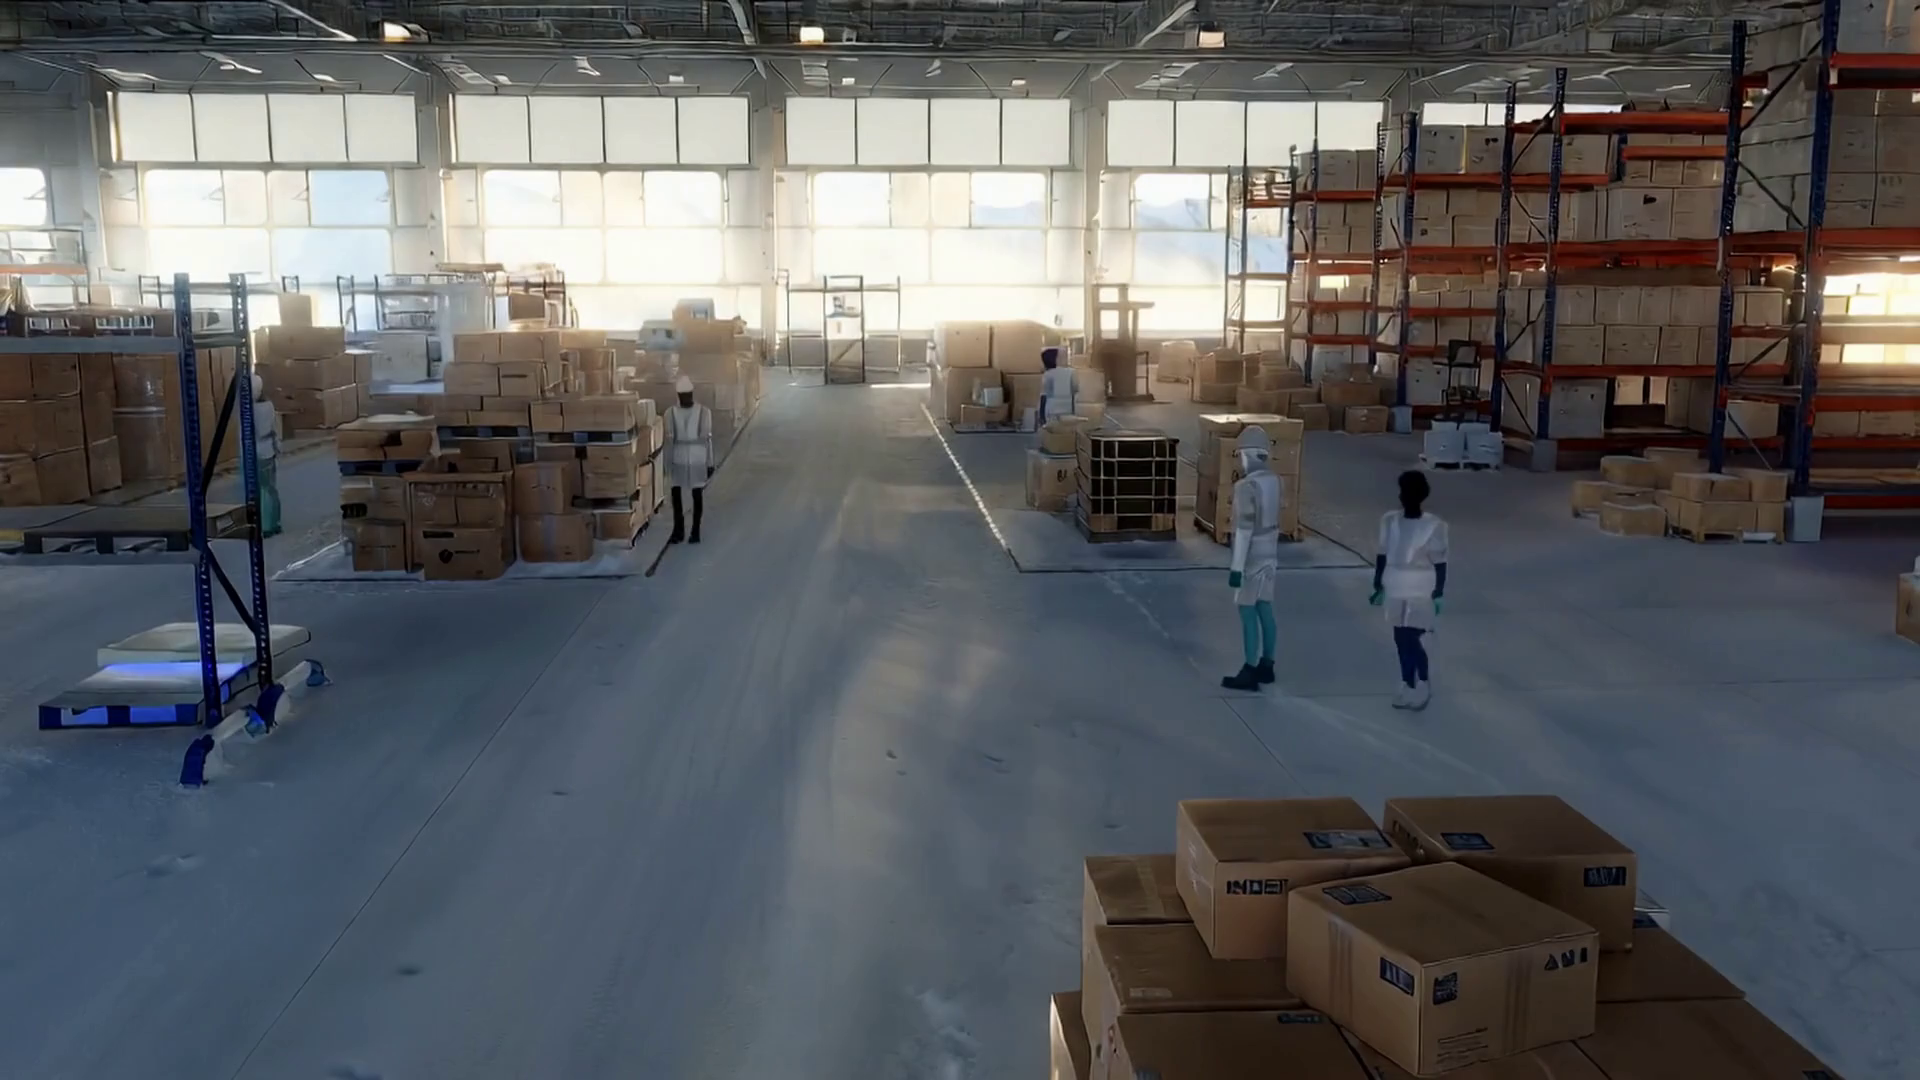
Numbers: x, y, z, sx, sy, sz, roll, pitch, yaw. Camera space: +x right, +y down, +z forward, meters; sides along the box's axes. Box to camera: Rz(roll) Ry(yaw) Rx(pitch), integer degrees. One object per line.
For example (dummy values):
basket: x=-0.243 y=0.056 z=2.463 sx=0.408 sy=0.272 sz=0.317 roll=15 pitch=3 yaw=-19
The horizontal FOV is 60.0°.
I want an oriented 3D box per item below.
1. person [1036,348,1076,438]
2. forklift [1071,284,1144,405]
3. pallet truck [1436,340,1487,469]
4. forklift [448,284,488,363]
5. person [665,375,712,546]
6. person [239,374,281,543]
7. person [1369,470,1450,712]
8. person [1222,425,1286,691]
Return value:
person: x=1.472 y=-1.946 z=25.238 sx=0.711 sy=1.931 sz=0.409 roll=-5 pitch=10 yaw=-28
forklift: x=3.506 y=-4.624 z=39.066 sx=1.129 sy=2.768 sz=1.873 roll=-5 pitch=10 yaw=-30
pallet truck: x=8.004 y=-2.170 z=26.422 sx=0.823 sy=1.965 sz=1.885 roll=2 pitch=9 yaw=14
forklift: x=-11.241 y=-4.489 z=38.218 sx=1.873 sy=2.768 sz=1.129 roll=5 pitch=10 yaw=29
person: x=-3.034 y=-0.878 z=18.559 sx=0.558 sy=1.918 sz=0.629 roll=0 pitch=9 yaw=2
person: x=-7.916 y=-0.916 z=18.797 sx=0.395 sy=1.918 sz=0.587 roll=1 pitch=9 yaw=6
person: x=3.105 y=0.356 z=11.512 sx=0.419 sy=1.683 sz=0.533 roll=-8 pitch=12 yaw=-39
person: x=2.133 y=0.128 z=12.174 sx=0.363 sy=1.935 sz=0.553 roll=8 pitch=12 yaw=41
